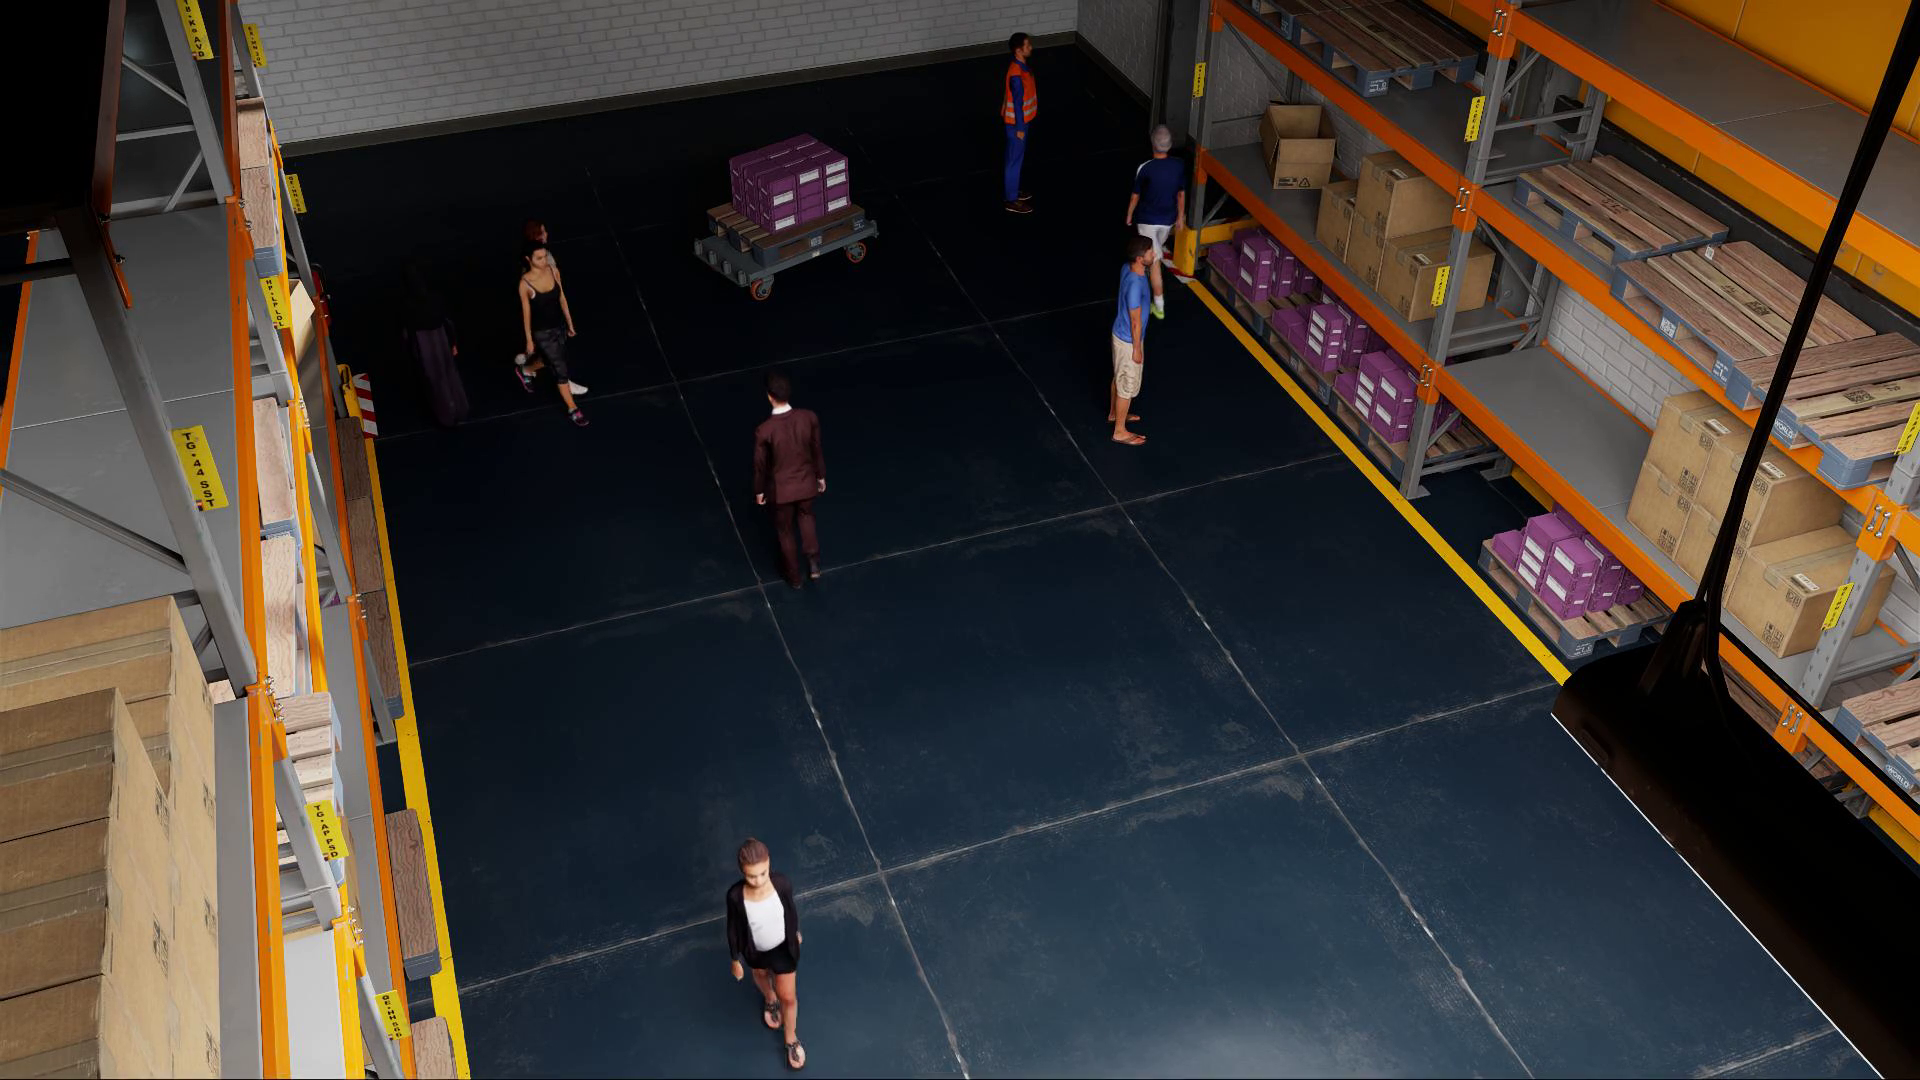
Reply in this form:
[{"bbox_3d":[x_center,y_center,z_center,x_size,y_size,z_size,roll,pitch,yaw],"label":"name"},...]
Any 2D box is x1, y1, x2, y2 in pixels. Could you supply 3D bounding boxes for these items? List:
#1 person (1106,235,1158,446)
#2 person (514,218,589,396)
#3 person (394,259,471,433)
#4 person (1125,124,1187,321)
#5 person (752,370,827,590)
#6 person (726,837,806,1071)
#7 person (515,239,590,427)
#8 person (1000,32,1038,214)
[{"bbox_3d":[1.405,-1.686,13.779,0.768,1.863,0.599,-2,39,-2],"label":"person"},{"bbox_3d":[-3.653,-1.988,14.288,0.863,1.699,0.913,2,39,3],"label":"person"},{"bbox_3d":[-4.405,-1.574,13.848,0.667,1.602,0.777,-19,42,-22],"label":"person"},{"bbox_3d":[1.847,-2.893,15.348,0.646,1.790,1.105,-13,40,-16],"label":"person"},{"bbox_3d":[-1.197,-0.370,12.141,0.747,1.851,0.745,-18,42,-21],"label":"person"},{"bbox_3d":[-1.089,2.163,9.220,0.617,1.538,0.819,-8,39,-10],"label":"person"},{"bbox_3d":[-3.547,-1.785,14.037,1.142,1.695,0.962,24,45,27],"label":"person"},{"bbox_3d":[0.592,-4.293,17.043,0.834,1.863,0.693,2,39,3],"label":"person"}]
